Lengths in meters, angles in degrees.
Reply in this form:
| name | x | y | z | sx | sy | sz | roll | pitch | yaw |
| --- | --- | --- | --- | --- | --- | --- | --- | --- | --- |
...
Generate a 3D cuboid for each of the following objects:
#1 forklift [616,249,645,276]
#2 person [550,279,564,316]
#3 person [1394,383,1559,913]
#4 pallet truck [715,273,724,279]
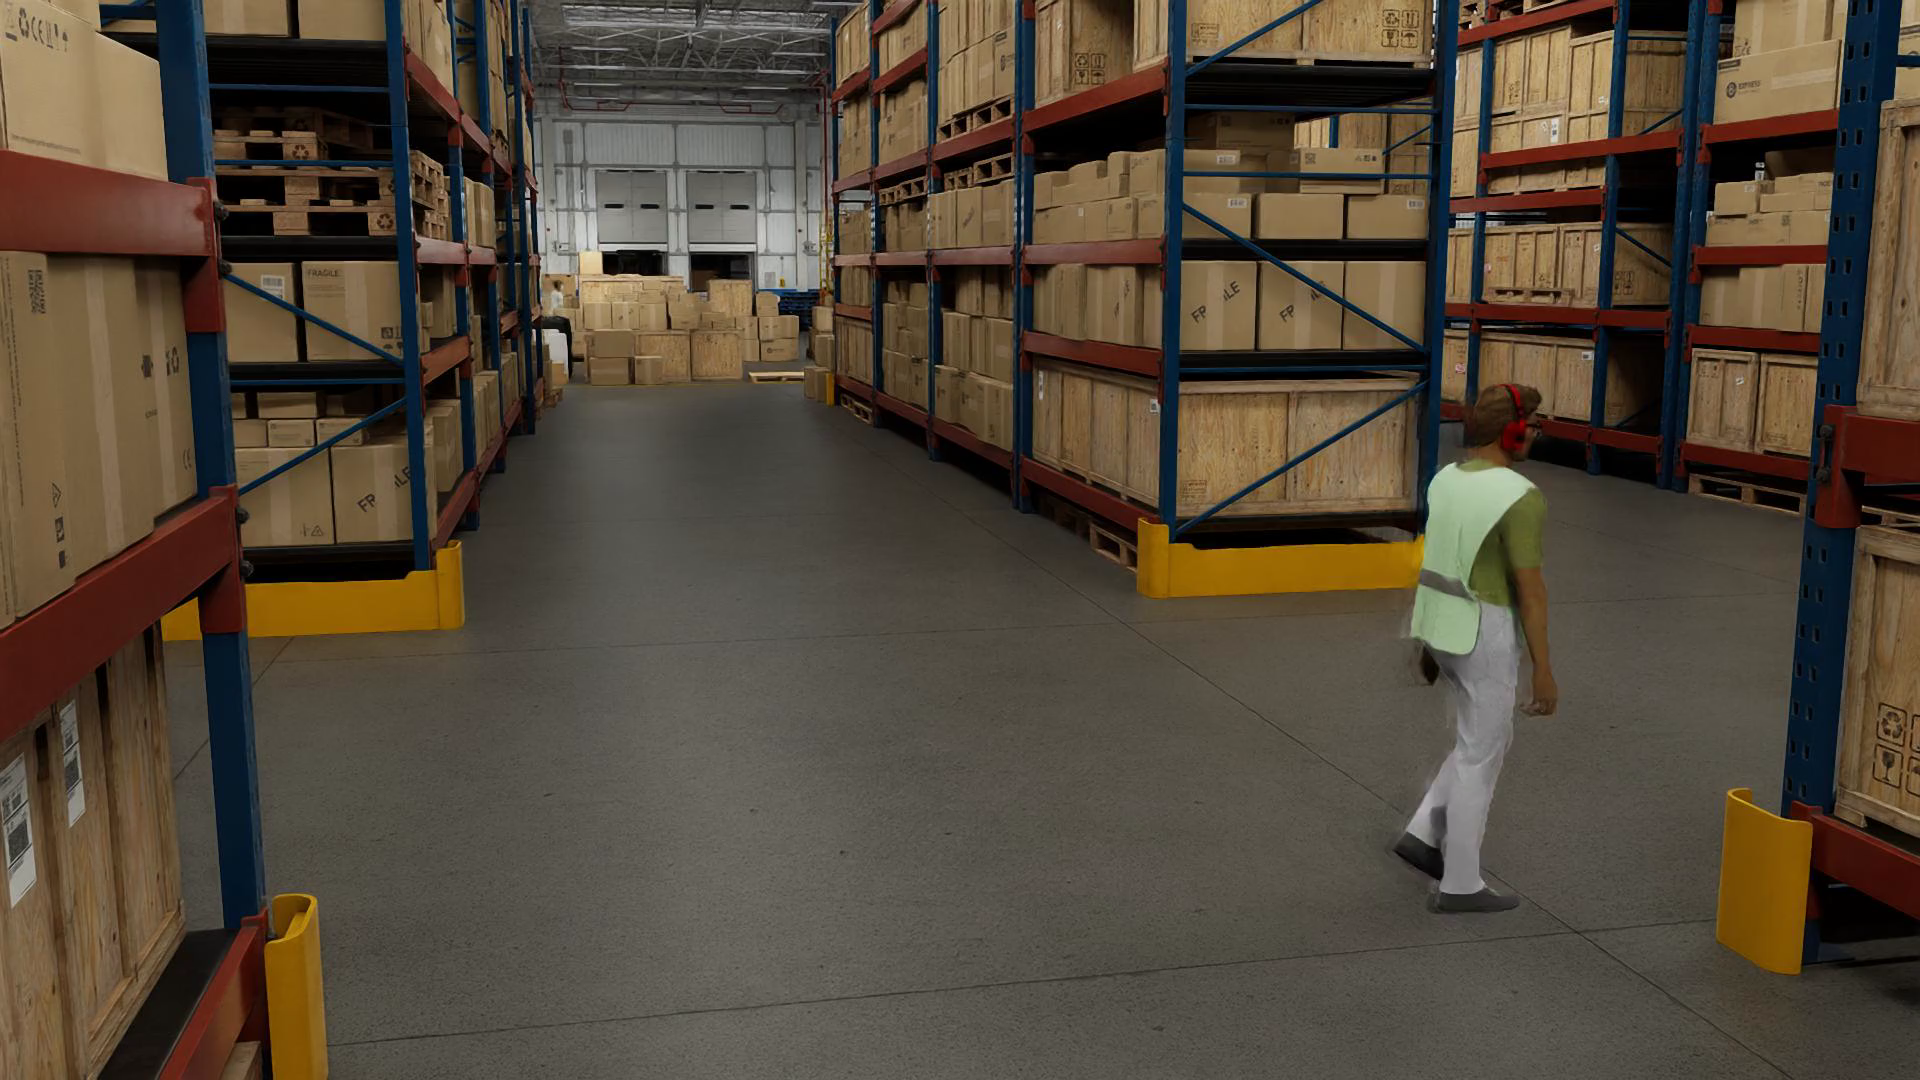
| name | x | y | z | sx | sy | sz | roll | pitch | yaw |
| --- | --- | --- | --- | --- | --- | --- | --- | --- | --- |
| forklift | -11.332 | -8.624 | 57.390 | 1.129 | 2.768 | 1.873 | -8 | 12 | -39 |
| person | -10.630 | -5.882 | 43.633 | 0.787 | 1.915 | 0.634 | 0 | 9 | 0 |
| person | 1.785 | 0.385 | 5.682 | 0.446 | 1.831 | 0.586 | -2 | 9 | -10 |
| pallet truck | -8.580 | -8.986 | 62.280 | 1.885 | 1.965 | 0.823 | 1 | 9 | 5 |
